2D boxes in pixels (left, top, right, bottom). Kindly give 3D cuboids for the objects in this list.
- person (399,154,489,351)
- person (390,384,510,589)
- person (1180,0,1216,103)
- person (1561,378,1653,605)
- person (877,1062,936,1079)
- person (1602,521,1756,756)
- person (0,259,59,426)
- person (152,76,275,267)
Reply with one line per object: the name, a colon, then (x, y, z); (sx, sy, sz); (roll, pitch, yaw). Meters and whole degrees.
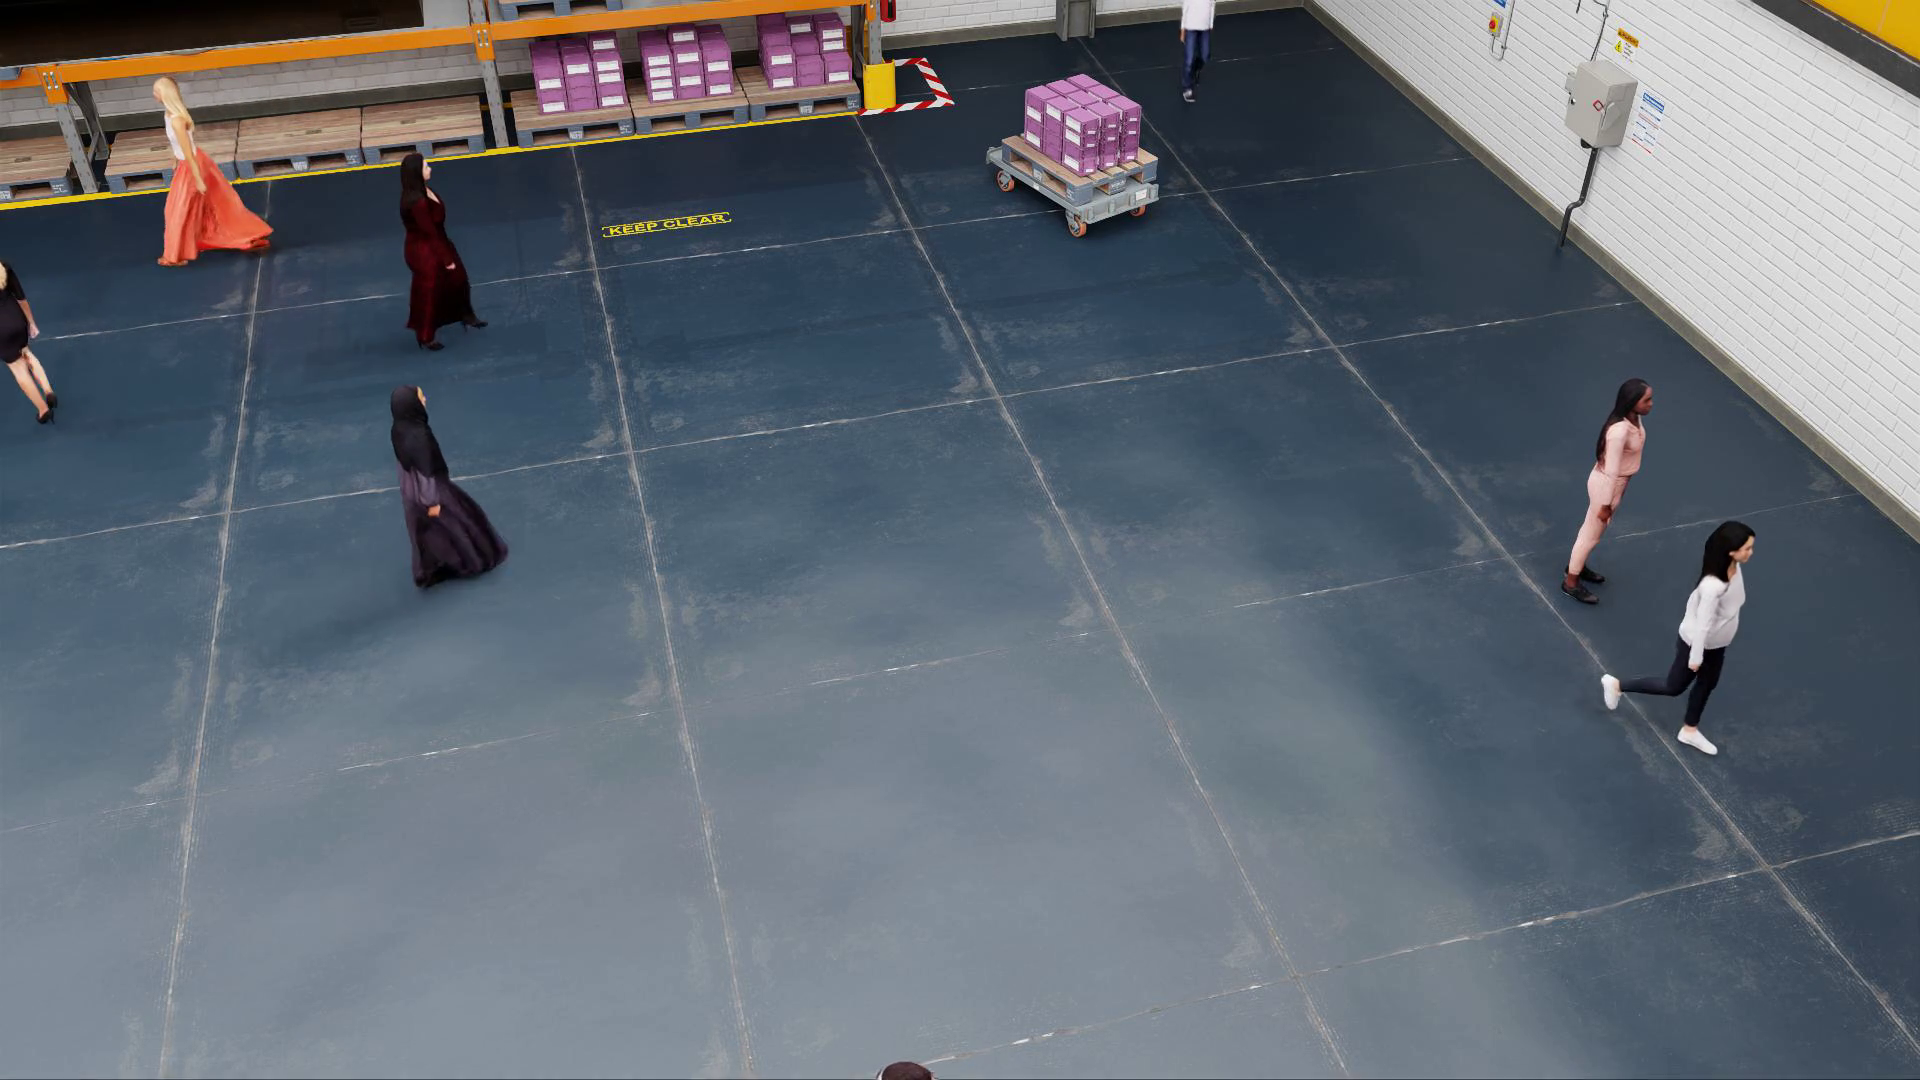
person: (-4.479, -2.336, 13.726); (0.860, 1.737, 0.658); (-8, 39, -10)
person: (-3.705, -0.341, 11.334); (1.010, 1.605, 0.825); (-24, 45, -27)
person: (2.522, -5.522, 17.873); (0.732, 1.542, 0.632); (-4, 39, -5)
person: (4.379, -0.350, 11.252); (0.749, 1.721, 0.692); (19, 43, 23)
person: (-0.226, 2.823, 7.179); (0.799, 1.847, 0.774); (0, 39, 0)
person: (4.429, 0.570, 10.132); (1.018, 1.682, 1.039); (27, 46, 30)
person: (-7.304, -1.592, 12.852); (0.735, 1.665, 0.677); (18, 42, 21)
person: (-6.746, -3.287, 14.909); (1.287, 1.748, 0.729); (-14, 41, -17)
